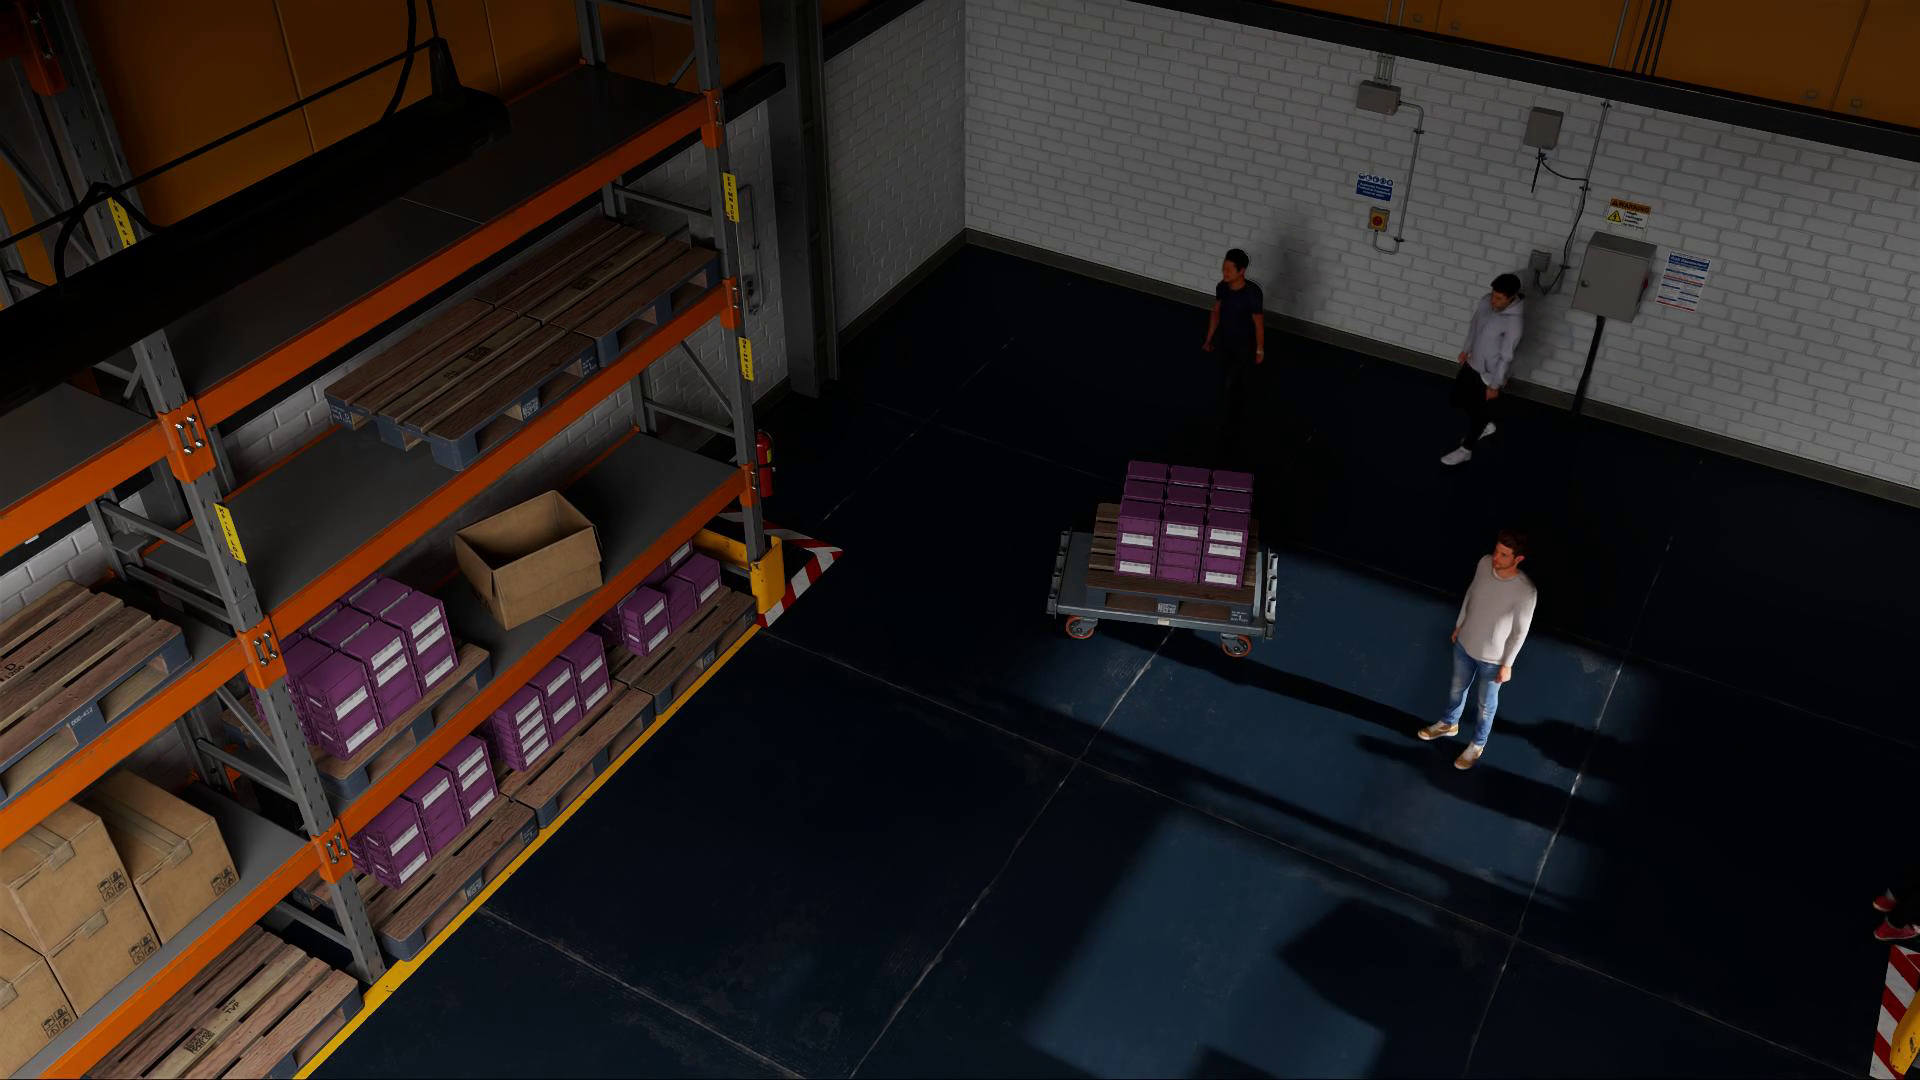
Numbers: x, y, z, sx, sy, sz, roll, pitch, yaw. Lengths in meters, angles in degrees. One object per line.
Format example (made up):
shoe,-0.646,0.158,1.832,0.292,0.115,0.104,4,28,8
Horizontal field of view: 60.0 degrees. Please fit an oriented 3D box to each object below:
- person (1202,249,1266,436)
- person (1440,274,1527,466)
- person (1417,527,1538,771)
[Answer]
person,2.388,-1.669,13.935,0.778,1.767,0.783,-23,44,-26
person,4.359,-1.401,13.498,1.022,1.893,0.970,-10,40,-13
person,3.441,0.679,10.883,0.749,1.905,0.752,-21,43,-24
